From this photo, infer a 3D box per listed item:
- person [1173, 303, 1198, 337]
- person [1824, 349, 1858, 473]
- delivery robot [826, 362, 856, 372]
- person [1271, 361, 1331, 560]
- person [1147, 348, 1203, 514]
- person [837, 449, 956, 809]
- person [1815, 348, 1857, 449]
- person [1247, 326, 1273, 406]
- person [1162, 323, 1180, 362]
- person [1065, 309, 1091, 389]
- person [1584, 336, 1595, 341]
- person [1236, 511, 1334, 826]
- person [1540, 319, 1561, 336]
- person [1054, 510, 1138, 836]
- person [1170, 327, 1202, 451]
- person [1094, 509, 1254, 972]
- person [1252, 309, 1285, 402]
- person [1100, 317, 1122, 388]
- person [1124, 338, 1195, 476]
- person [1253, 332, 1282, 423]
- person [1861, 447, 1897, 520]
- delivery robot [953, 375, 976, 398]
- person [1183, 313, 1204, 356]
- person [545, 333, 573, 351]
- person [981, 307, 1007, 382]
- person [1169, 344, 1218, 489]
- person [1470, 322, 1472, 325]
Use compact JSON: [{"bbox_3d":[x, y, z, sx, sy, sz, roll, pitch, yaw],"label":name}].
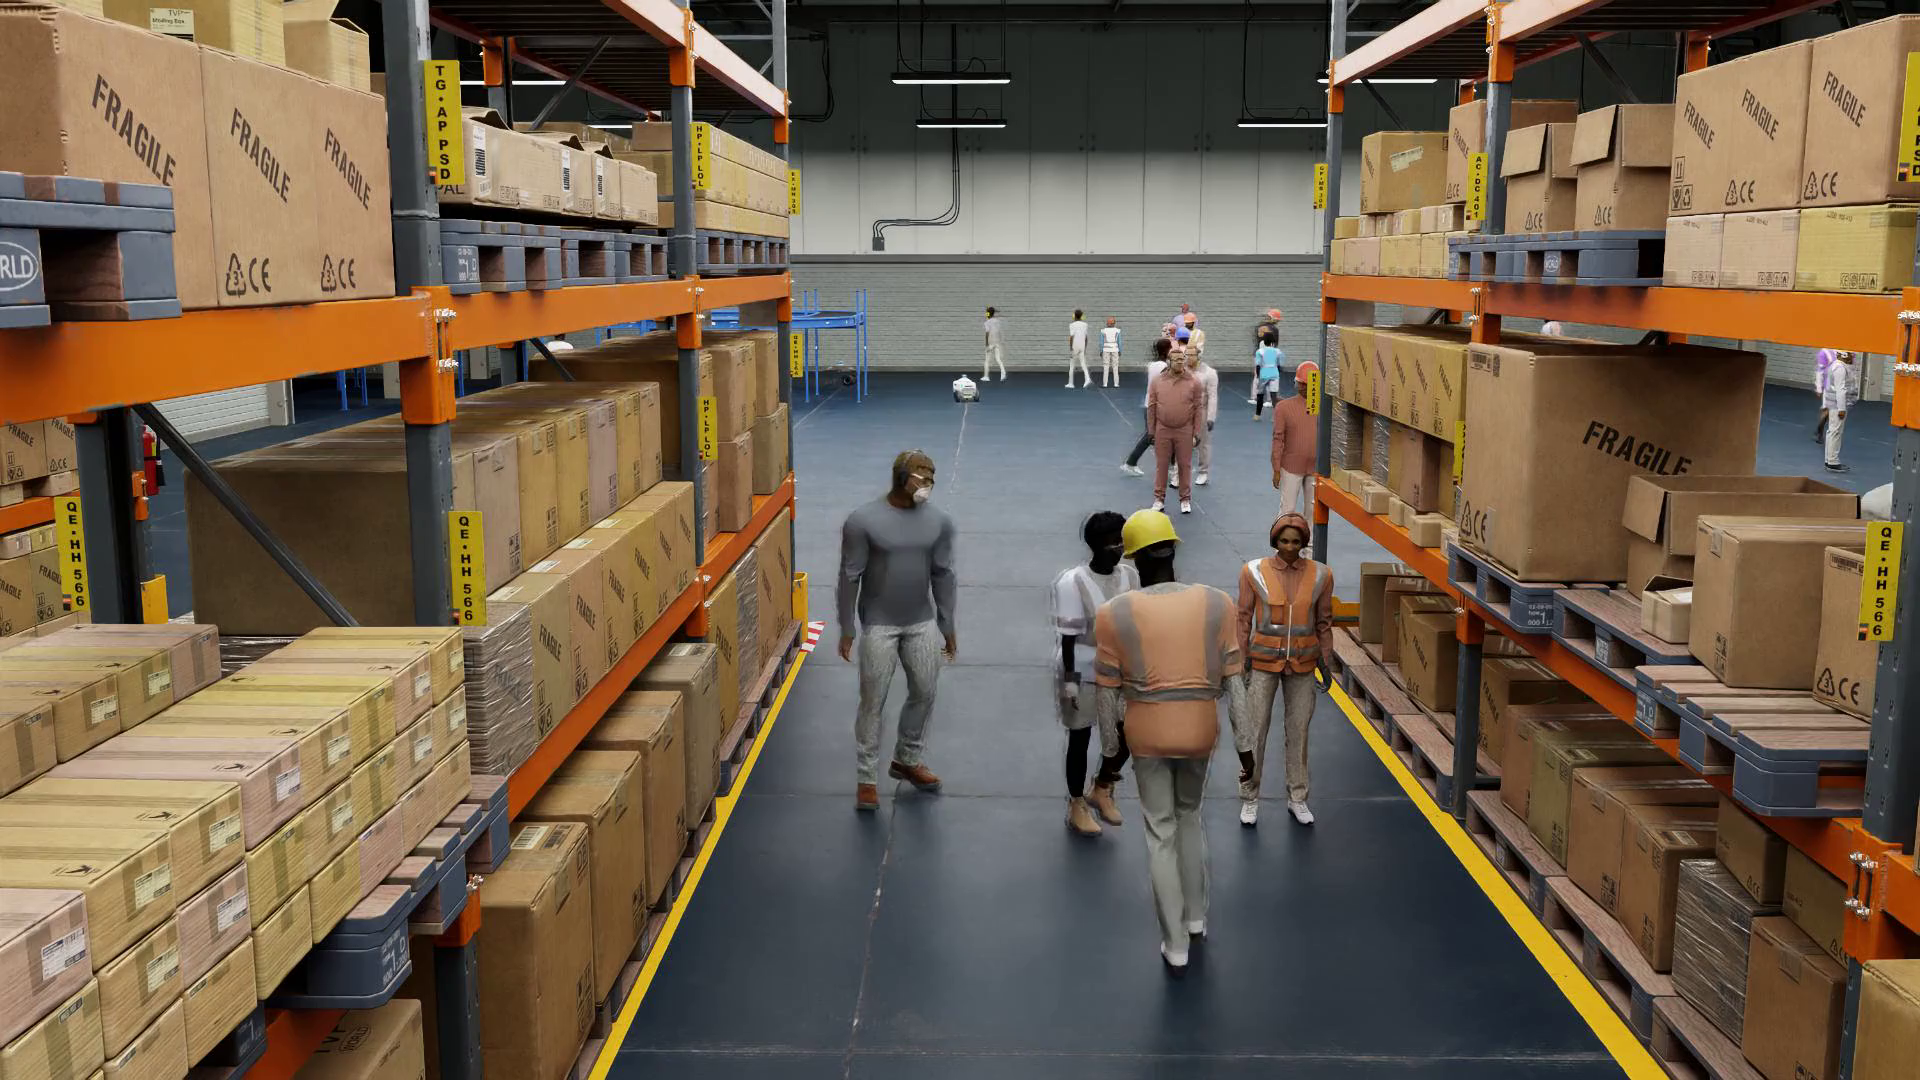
[{"bbox_3d":[5.503,-4.838,40.726,0.638,1.909,0.408,-1,10,-5],"label":"person"},{"bbox_3d":[12.291,-1.876,23.207,0.404,1.833,0.589,4,10,21],"label":"person"},{"bbox_3d":[-2.832,-4.132,39.606,0.698,0.223,0.335,3,10,15],"label":"delivery robot"},{"bbox_3d":[3.206,-0.670,15.511,0.623,1.987,0.394,-2,10,-12],"label":"person"},{"bbox_3d":[2.490,-1.271,19.344,0.648,1.912,0.409,2,10,12],"label":"person"},{"bbox_3d":[-0.365,0.467,8.978,0.694,1.914,0.430,-5,11,-28],"label":"person"},{"bbox_3d":[13.710,-2.389,26.029,0.552,1.924,0.445,0,9,2],"label":"person"},{"bbox_3d":[6.083,-3.519,33.710,0.689,1.607,0.526,5,11,27],"label":"person"},{"bbox_3d":[3.418,-2.607,27.351,0.410,1.913,0.642,5,10,25],"label":"person"},{"bbox_3d":[2.773,-4.433,38.570,0.530,1.833,0.876,-4,10,-24],"label":"person"},{"bbox_3d":[9.156,-2.060,24.305,0.518,1.831,0.445,9,13,44],"label":"person"},{"bbox_3d":[1.671,0.659,8.602,0.514,1.638,0.310,0,9,-1],"label":"person"},{"bbox_3d":[13.313,-4.260,37.519,0.625,1.826,0.560,-7,12,-38],"label":"person"},{"bbox_3d":[0.689,0.676,8.381,0.540,1.678,0.396,-6,11,-30],"label":"person"},{"bbox_3d":[3.424,-2.339,25.809,0.616,1.895,0.999,-5,11,-30],"label":"person"},{"bbox_3d":[0.867,0.813,6.963,0.654,1.878,0.689,-1,10,-6],"label":"person"},{"bbox_3d":[6.404,-3.767,34.213,0.830,1.937,0.580,-6,11,-33],"label":"person"},{"bbox_3d":[3.507,-4.370,38.718,0.513,1.641,0.309,1,10,4],"label":"person"},{"bbox_3d":[2.719,-1.822,22.753,1.007,1.876,0.599,-1,10,-7],"label":"person"},{"bbox_3d":[5.603,-2.946,30.179,0.534,1.659,0.889,-2,10,-11],"label":"person"},{"bbox_3d":[5.731,0.328,9.959,0.641,1.870,1.057,1,10,7],"label":"person"},{"bbox_3d":[0.094,-3.228,34.968,0.477,0.478,0.707,-2,10,-14],"label":"delivery robot"},{"bbox_3d":[4.541,-3.533,32.945,0.552,1.892,0.942,4,10,24],"label":"person"},{"bbox_3d":[-6.581,-2.631,27.417,0.551,1.935,0.375,2,10,14],"label":"person"},{"bbox_3d":[0.838,-4.797,40.730,0.505,1.830,0.902,-6,11,-31],"label":"person"},{"bbox_3d":[3.007,-1.603,21.503,0.666,1.853,0.991,5,11,26],"label":"person"},{"bbox_3d":[10.212,-3.494,33.095,0.316,1.769,0.523,-9,13,-42],"label":"person"}]
